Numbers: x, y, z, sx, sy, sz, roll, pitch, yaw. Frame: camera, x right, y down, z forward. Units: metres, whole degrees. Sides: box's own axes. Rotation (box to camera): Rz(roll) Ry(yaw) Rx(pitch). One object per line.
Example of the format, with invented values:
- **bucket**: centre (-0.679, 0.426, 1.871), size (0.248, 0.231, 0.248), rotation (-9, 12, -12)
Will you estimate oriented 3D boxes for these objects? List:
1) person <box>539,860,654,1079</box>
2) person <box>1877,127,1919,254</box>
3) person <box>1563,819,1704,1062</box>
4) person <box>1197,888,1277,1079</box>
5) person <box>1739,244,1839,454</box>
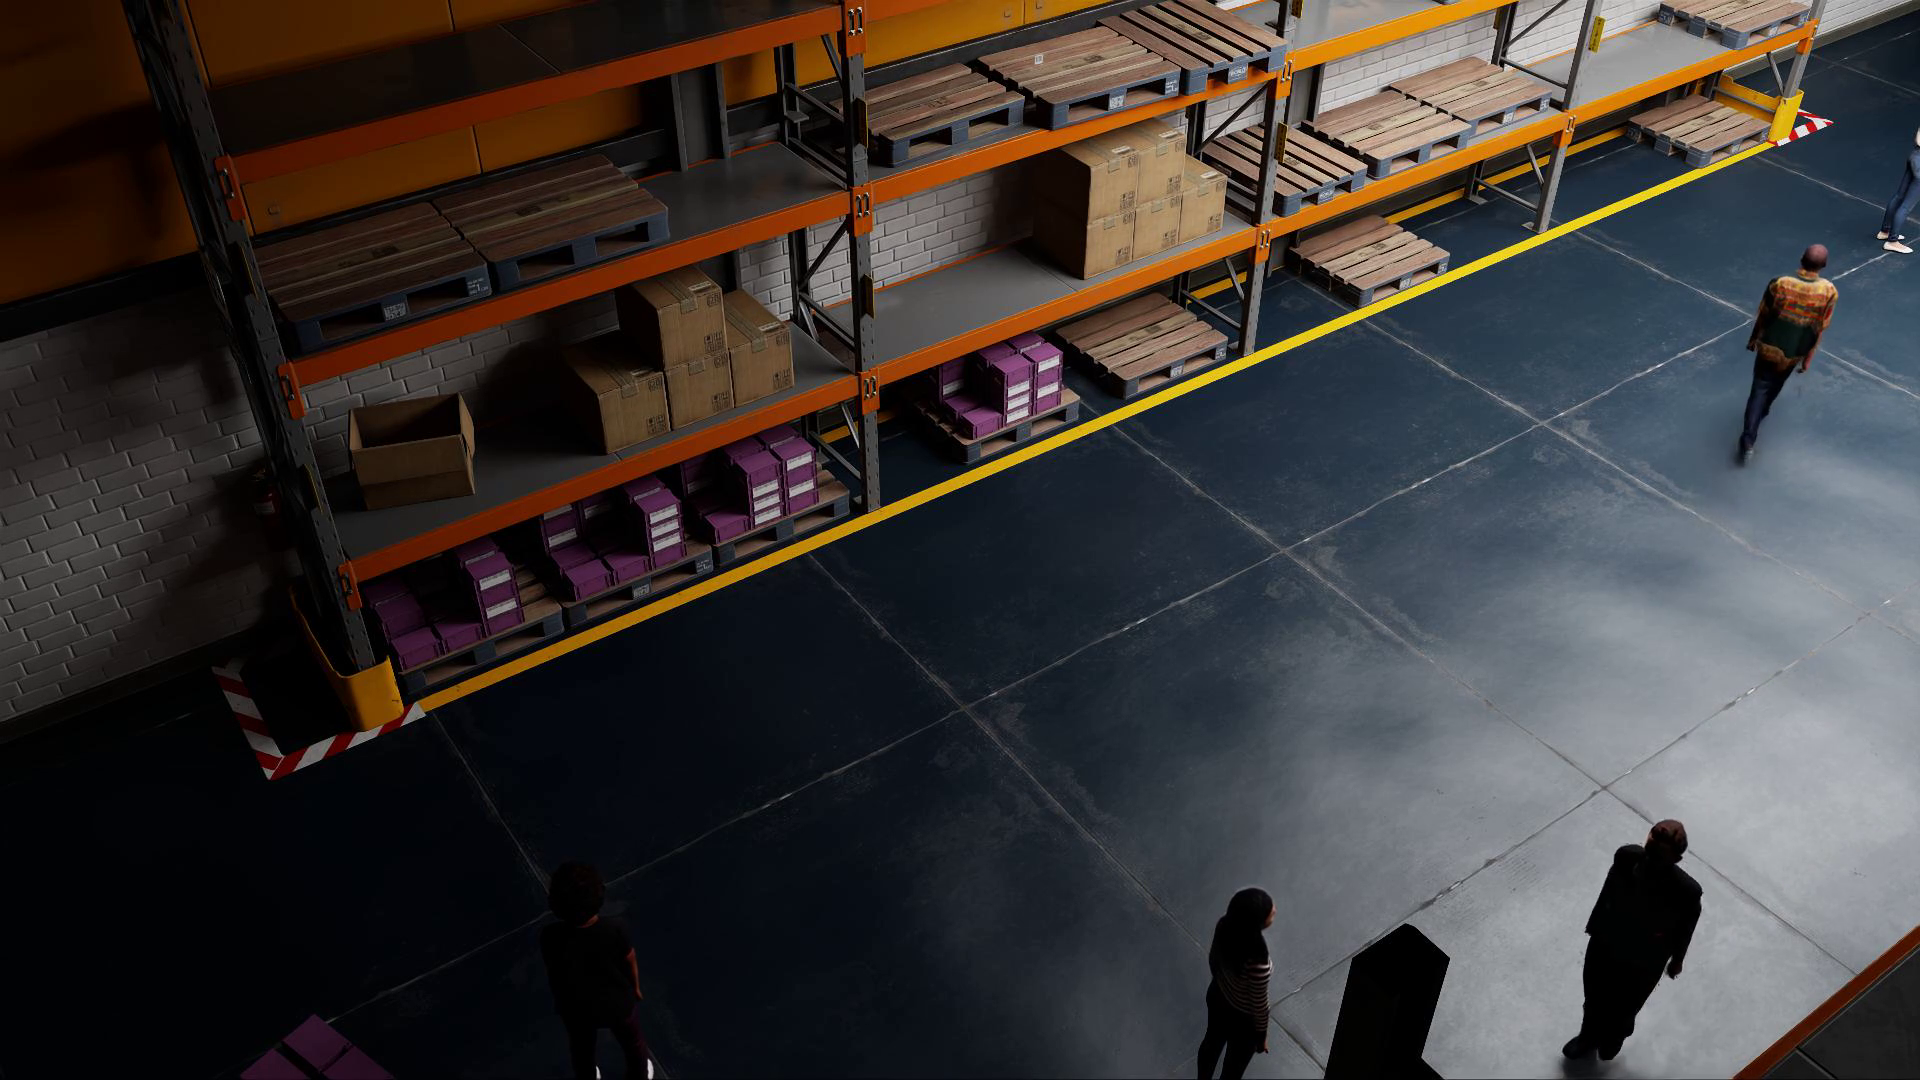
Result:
- **person**: centre (-1.875, 2.321, 8.539), size (0.610, 1.781, 0.740), rotation (-10, 40, -12)
- **person**: centre (9.265, -3.628, 16.031), size (0.703, 1.729, 0.647), rotation (6, 39, 7)
- **person**: centre (3.581, 2.107, 8.768), size (0.664, 1.832, 0.661), rotation (-25, 45, -28)
- **person**: centre (1.392, 2.391, 8.439), size (0.526, 1.797, 0.608), rotation (-16, 41, -19)
- **person**: centre (6.577, -1.500, 13.335), size (1.080, 1.768, 1.284), rotation (16, 41, 19)
